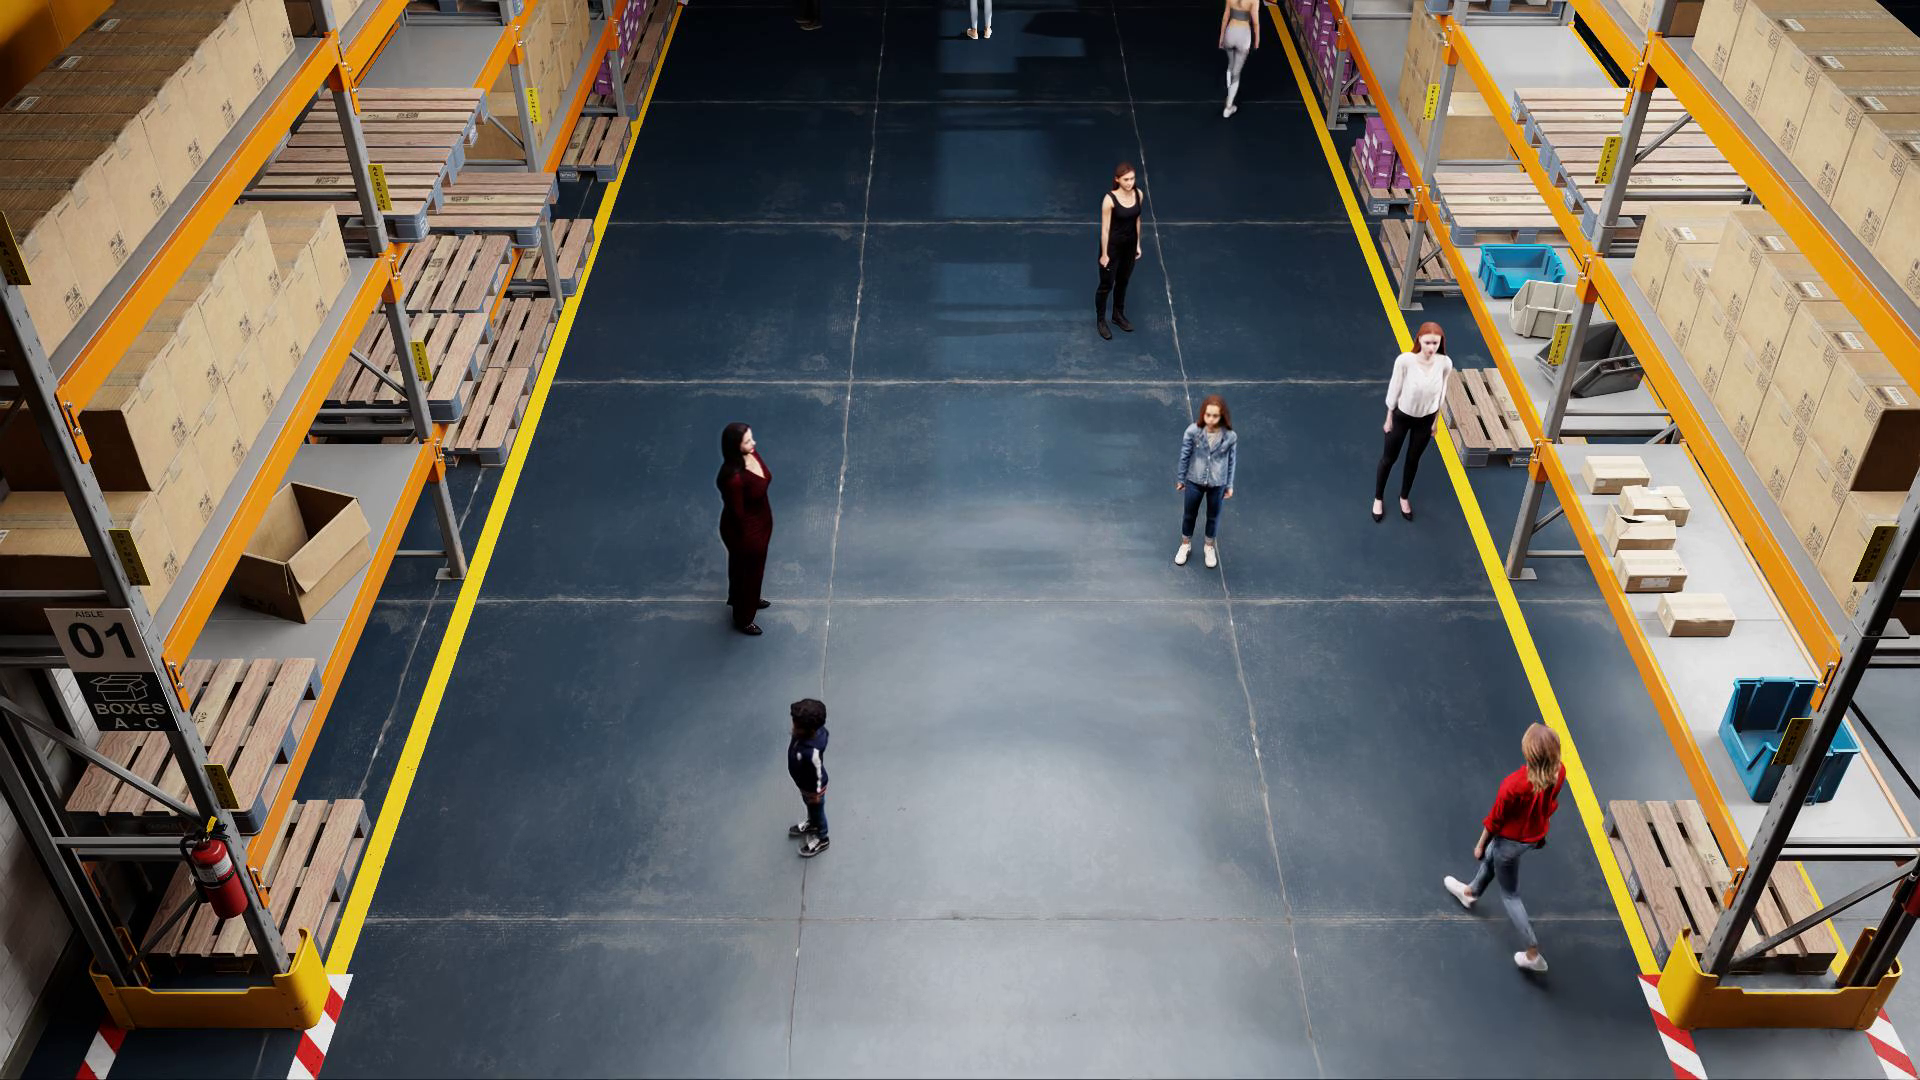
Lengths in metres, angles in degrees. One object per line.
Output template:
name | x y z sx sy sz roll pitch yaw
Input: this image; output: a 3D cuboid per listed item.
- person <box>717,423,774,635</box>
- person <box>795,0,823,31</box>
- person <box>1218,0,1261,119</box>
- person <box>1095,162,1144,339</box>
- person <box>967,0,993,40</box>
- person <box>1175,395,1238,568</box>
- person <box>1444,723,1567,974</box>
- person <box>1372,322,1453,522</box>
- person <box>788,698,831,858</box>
person | -1.533 -0.109 11.848 0.745 1.757 0.573 4 39 5
person | -1.916 -7.311 20.859 0.759 1.767 0.581 13 40 15
person | 3.100 -5.596 18.775 0.779 1.687 0.873 20 43 23
person | 1.446 -2.649 15.085 0.676 1.687 0.694 -21 43 -24
person | 0.241 -7.114 20.589 0.627 1.796 0.573 -7 39 -9
person | 1.855 -0.449 12.499 0.601 1.476 0.540 6 39 7
person | 3.239 1.776 9.557 0.963 1.672 1.188 -19 42 -22
person | 3.489 -0.916 12.858 0.587 1.758 0.487 0 39 0
person | -0.932 1.454 10.321 0.648 1.221 0.544 -16 41 -19
